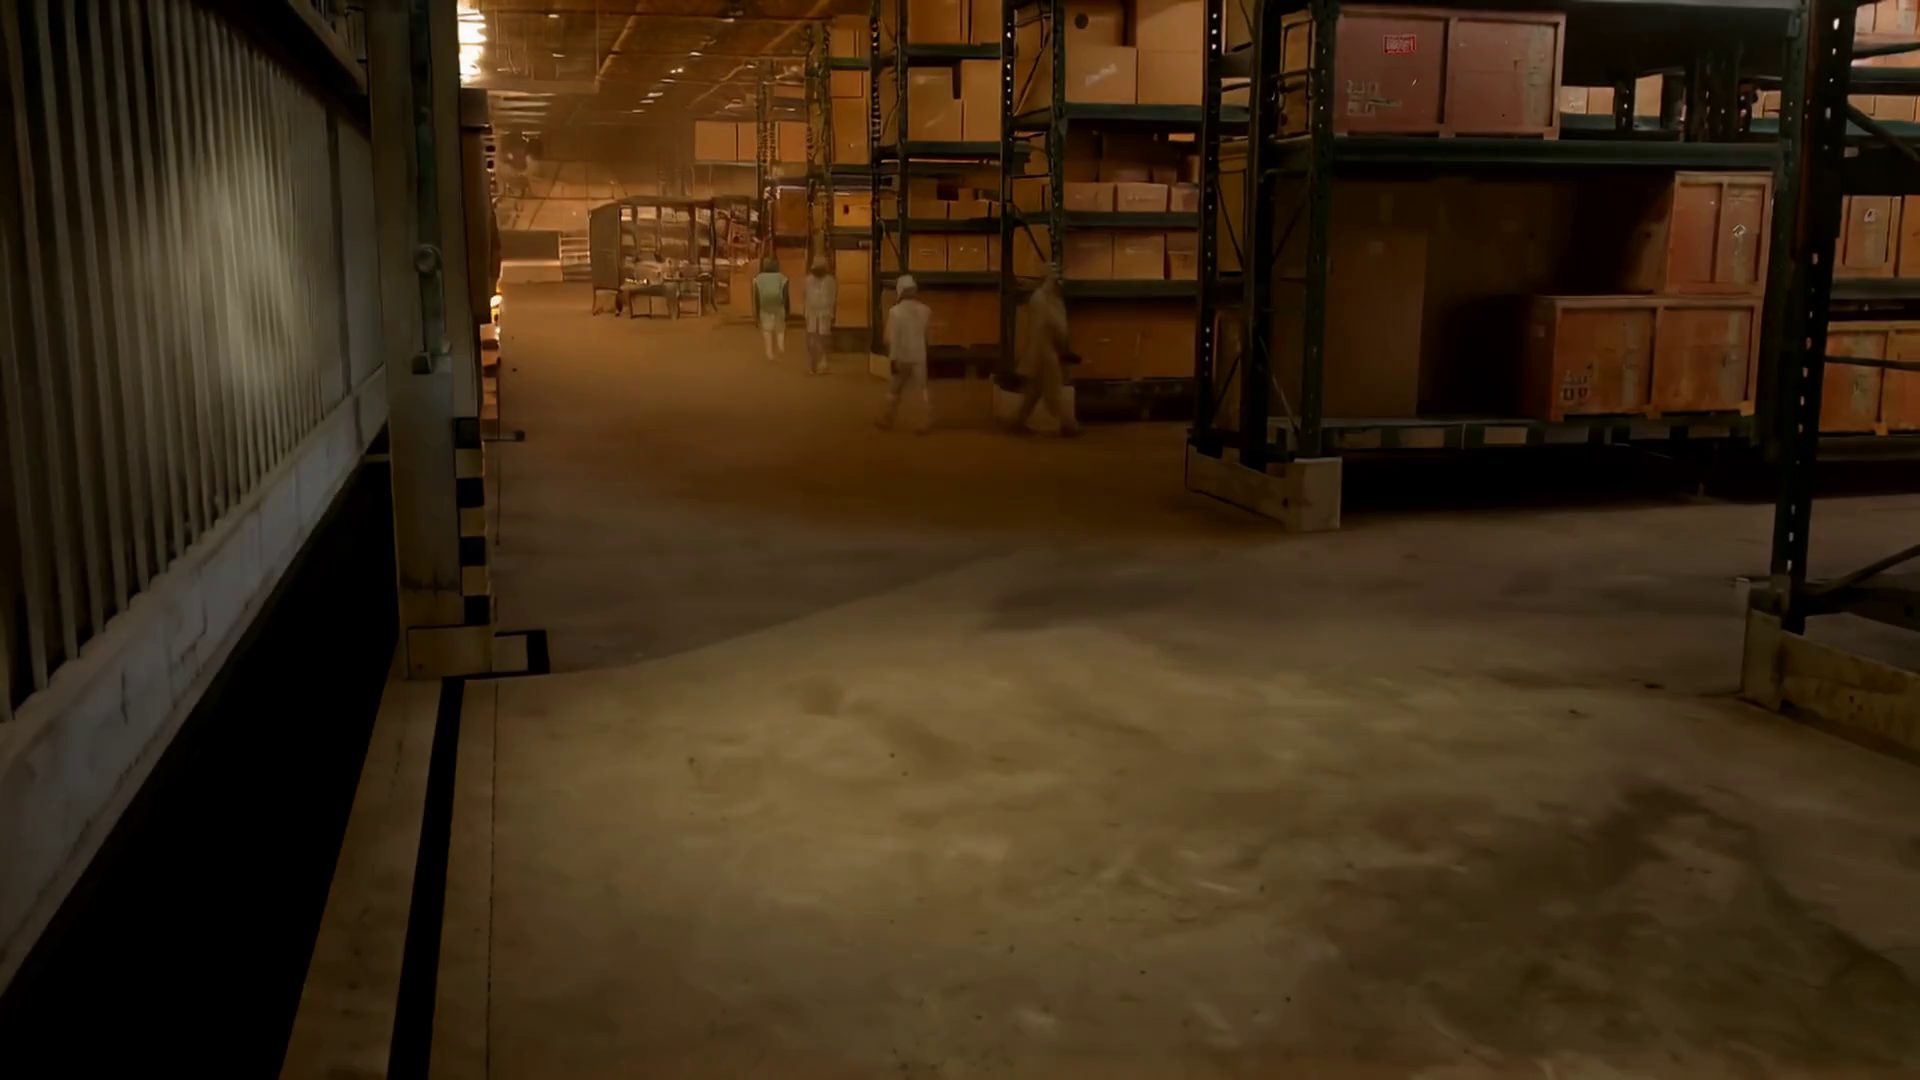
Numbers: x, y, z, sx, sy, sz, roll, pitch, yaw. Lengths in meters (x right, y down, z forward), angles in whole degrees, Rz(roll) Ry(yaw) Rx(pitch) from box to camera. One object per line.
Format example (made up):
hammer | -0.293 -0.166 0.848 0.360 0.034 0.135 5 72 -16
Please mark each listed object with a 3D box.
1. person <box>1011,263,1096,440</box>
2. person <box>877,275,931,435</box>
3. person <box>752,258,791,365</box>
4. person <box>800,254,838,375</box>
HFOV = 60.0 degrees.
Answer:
person | 0.967 -1.979 17.493 0.988 1.852 0.638 3 11 18
person | -0.586 -1.996 17.999 0.555 1.703 0.895 -5 11 -28
person | -3.247 -3.930 28.619 0.661 1.818 0.727 -1 10 -8
person | -2.235 -3.583 26.436 0.594 1.902 0.649 1 10 3
